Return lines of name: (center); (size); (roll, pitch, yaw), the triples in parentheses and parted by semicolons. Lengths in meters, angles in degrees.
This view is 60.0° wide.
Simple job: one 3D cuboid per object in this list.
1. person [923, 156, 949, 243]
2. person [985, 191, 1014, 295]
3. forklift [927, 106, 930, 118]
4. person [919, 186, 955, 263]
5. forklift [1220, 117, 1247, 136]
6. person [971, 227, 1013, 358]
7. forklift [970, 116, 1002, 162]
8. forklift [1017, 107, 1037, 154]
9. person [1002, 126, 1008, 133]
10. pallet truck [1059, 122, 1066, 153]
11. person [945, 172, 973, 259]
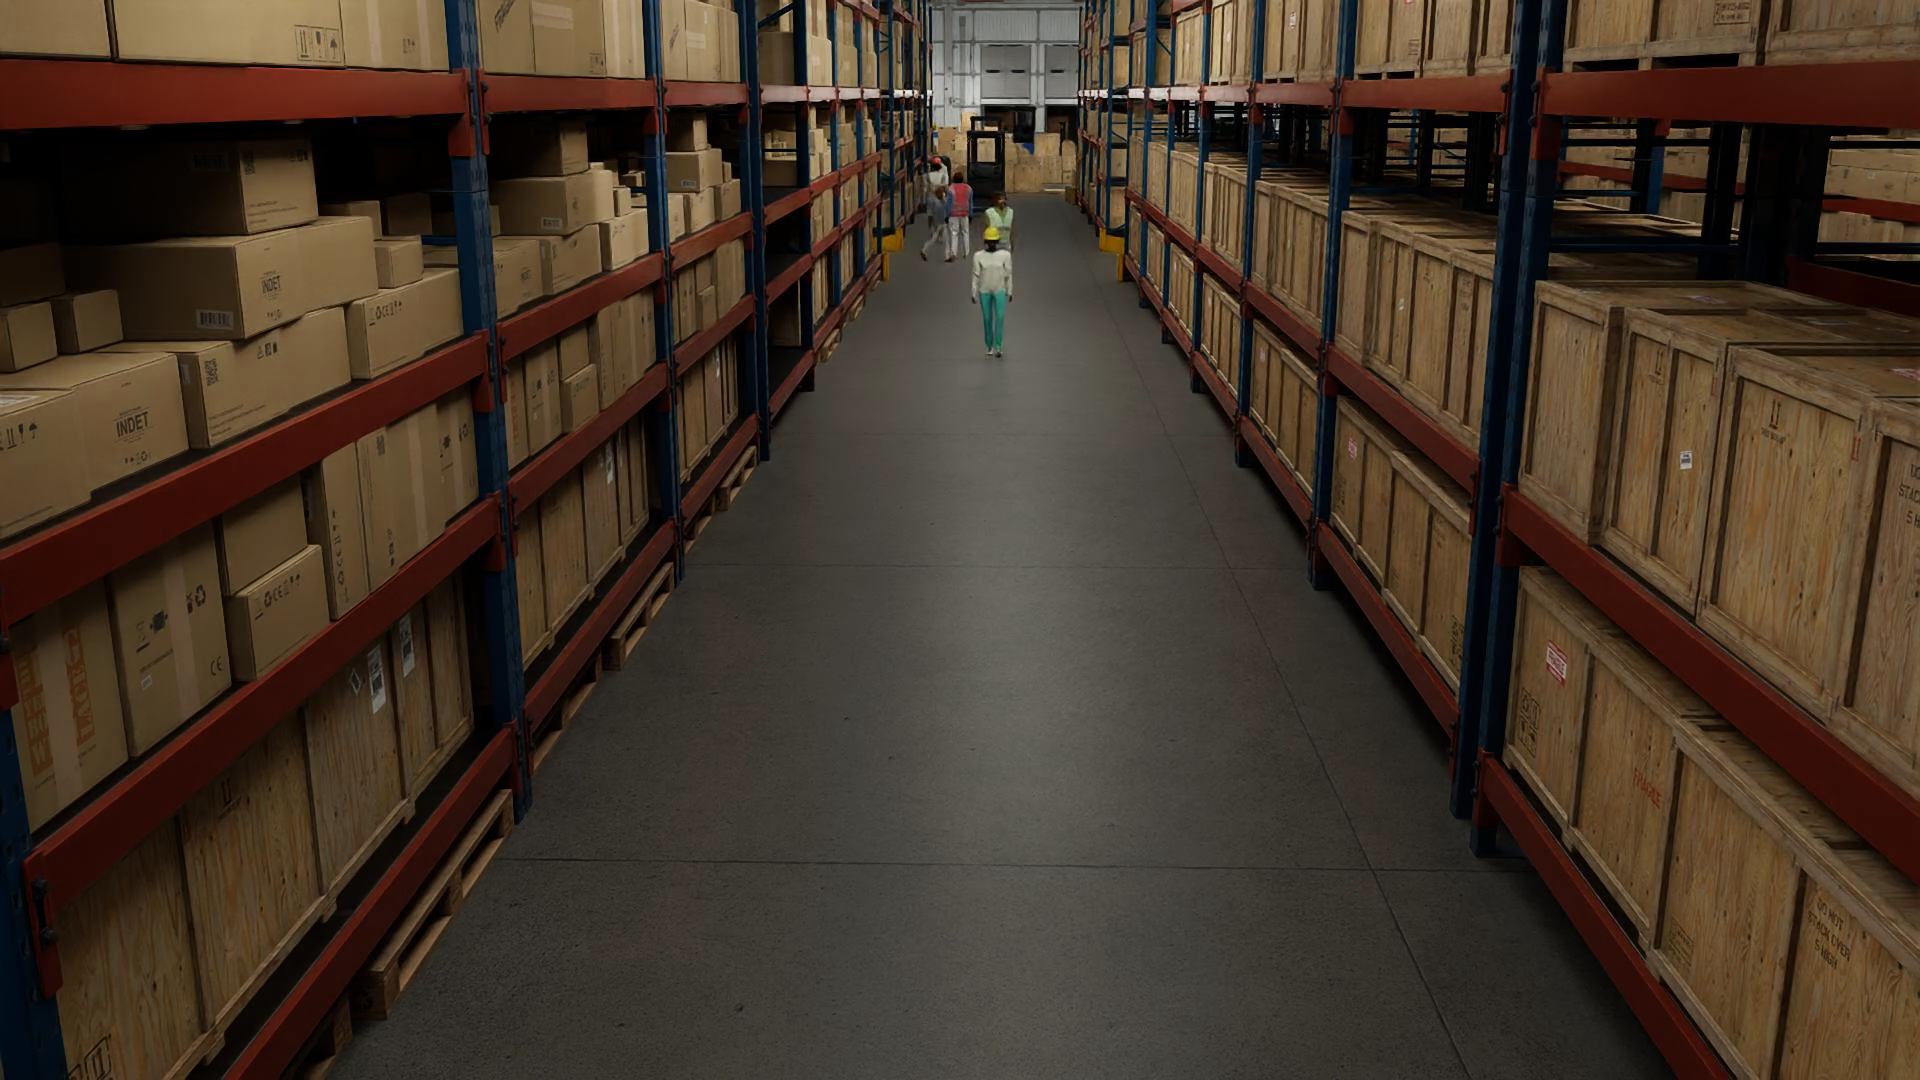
person: (-0.570, -7.990, 39.136); (0.621, 2.026, 0.607); (0, 15, 2)
person: (0.702, -5.145, 28.918); (0.577, 1.829, 0.461); (-8, 17, -26)
forklift: (-1.960, -21.057, 86.140); (1.129, 2.768, 1.873); (0, 15, 2)
person: (-0.492, -6.623, 34.864); (0.780, 1.603, 0.508); (9, 17, 30)
forklift: (7.733, -10.457, 46.700); (1.129, 2.768, 1.873); (0, 15, 1)
person: (0.422, -3.291, 22.198); (0.550, 1.722, 0.885); (1, 15, 3)
forklift: (0.764, -10.906, 48.368); (1.129, 2.768, 1.873); (0, 15, 2)
forklift: (3.265, -19.752, 81.281); (1.129, 2.768, 1.873); (-7, 17, -24)
person: (2.163, -19.177, 80.949); (0.437, 1.925, 0.656); (6, 16, 22)
pallet truck: (5.788, -21.111, 88.014); (1.885, 1.965, 0.823); (5, 16, 18)
person: (-0.034, -6.926, 35.530); (0.630, 1.842, 0.429); (-5, 16, -19)
